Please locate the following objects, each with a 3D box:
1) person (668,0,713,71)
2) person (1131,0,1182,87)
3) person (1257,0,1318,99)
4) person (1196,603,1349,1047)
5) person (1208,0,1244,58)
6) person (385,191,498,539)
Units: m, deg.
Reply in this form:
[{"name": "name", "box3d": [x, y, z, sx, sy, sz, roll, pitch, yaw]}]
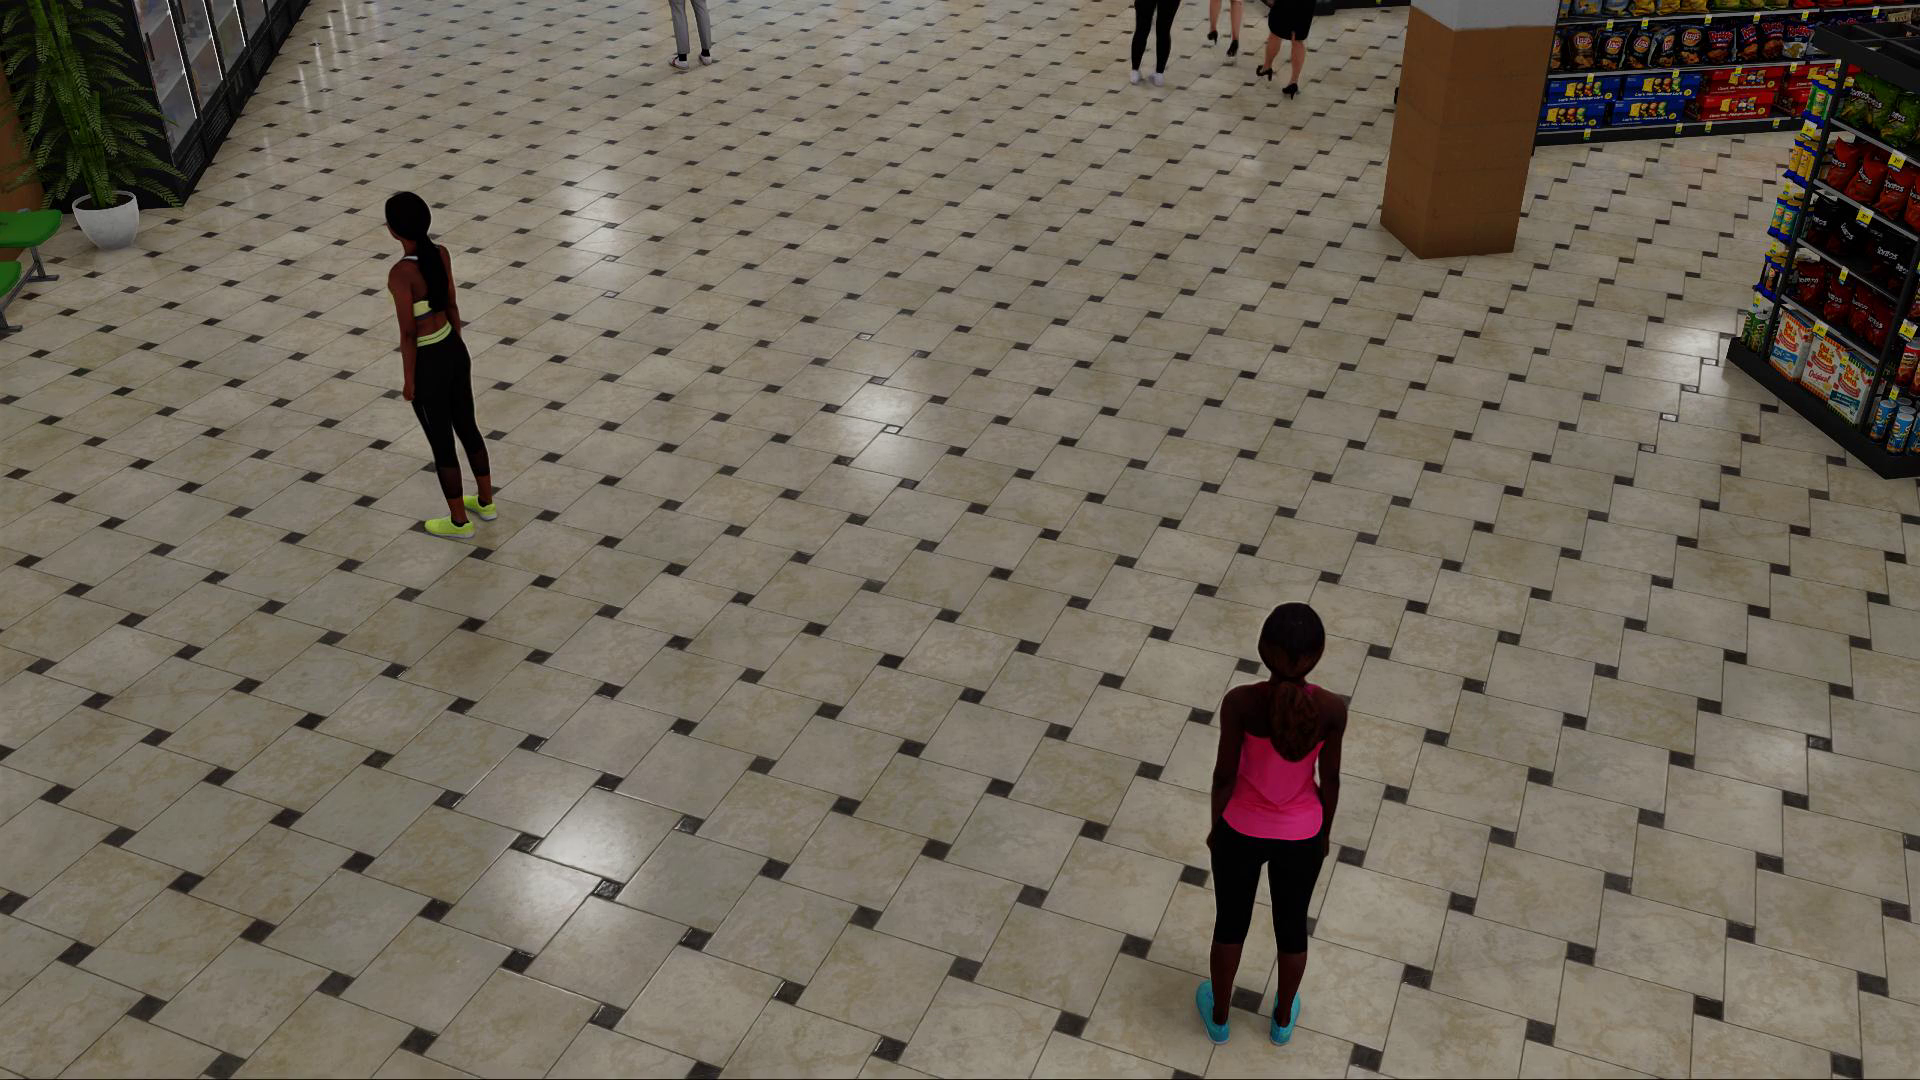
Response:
[{"name": "person", "box3d": [-2.485, -5.238, 14.913, 0.676, 1.950, 0.840, -17, 36, -26]}, {"name": "person", "box3d": [1.750, -4.738, 14.415, 0.645, 1.628, 0.746, 1, 32, 1]}, {"name": "person", "box3d": [2.876, -4.589, 14.164, 0.865, 1.641, 0.774, -4, 32, -7]}, {"name": "person", "box3d": [0.972, 0.924, 5.225, 0.565, 1.723, 0.667, 3, 32, 4]}, {"name": "person", "box3d": [2.487, -5.260, 15.179, 1.050, 1.707, 0.718, -2, 32, -4]}, {"name": "person", "box3d": [-2.511, -0.828, 8.012, 0.675, 1.755, 0.645, 14, 35, 21]}]
